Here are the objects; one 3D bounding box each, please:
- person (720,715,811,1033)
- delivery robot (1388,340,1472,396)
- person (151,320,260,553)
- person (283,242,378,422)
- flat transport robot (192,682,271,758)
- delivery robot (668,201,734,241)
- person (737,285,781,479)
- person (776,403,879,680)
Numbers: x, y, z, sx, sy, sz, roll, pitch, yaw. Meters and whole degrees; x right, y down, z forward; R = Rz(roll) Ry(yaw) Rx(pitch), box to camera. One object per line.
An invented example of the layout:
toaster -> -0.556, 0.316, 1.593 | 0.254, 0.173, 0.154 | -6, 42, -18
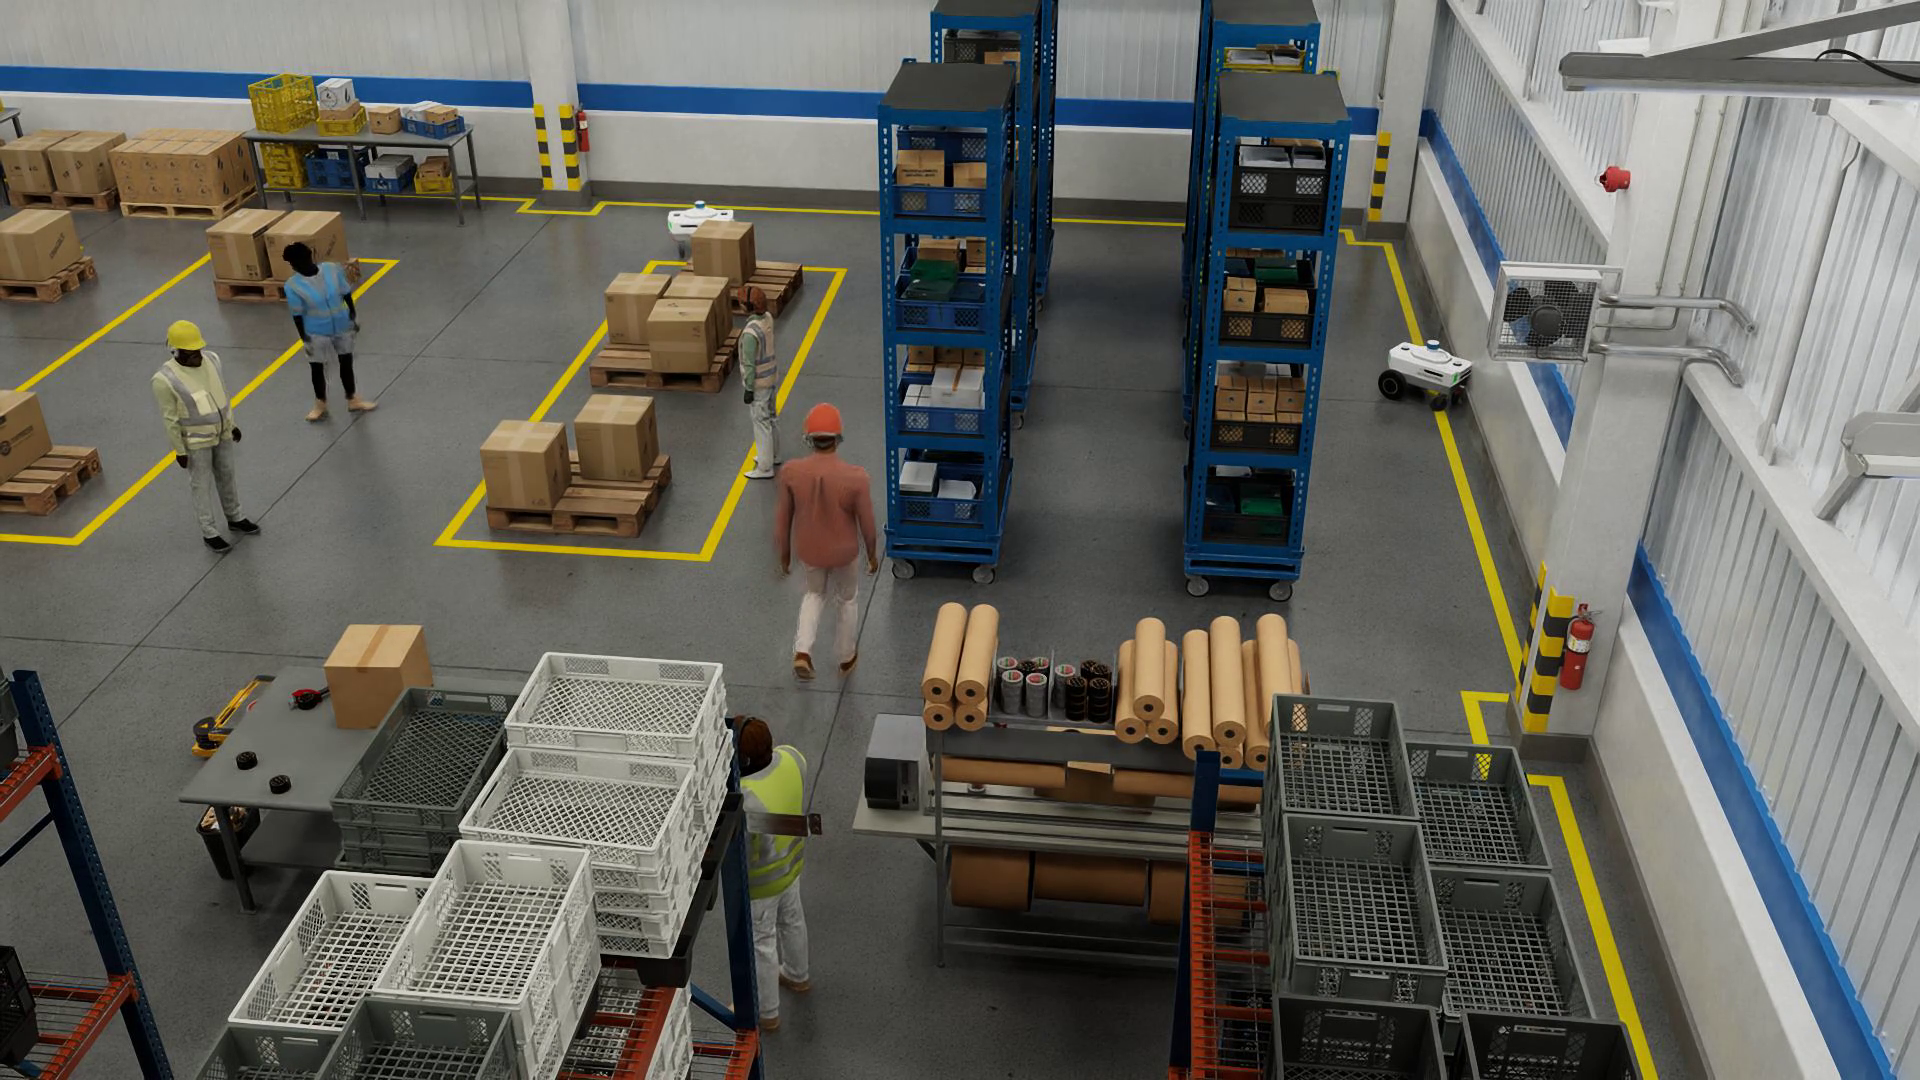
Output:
person -> -0.990, 1.641, 8.288 | 0.428, 1.836, 0.628 | 14, 33, 22
delivery robot -> 4.223, -1.556, 14.949 | 0.707, 0.478, 0.477 | 24, 38, 35
person -> -5.653, -0.797, 12.476 | 0.404, 1.827, 0.600 | 13, 33, 21
person -> -5.478, -1.822, 14.407 | 0.612, 1.661, 0.318 | -25, 38, -36
flat transport robot -> -4.089, 1.163, 10.648 | 1.431, 0.197, 0.652 | 3, 30, 6
delivery robot -> -2.839, -3.476, 18.246 | 0.707, 0.478, 0.477 | -2, 30, -3
person -> -1.627, -1.290, 13.519 | 0.310, 1.631, 0.509 | 5, 31, 9
person -> -0.870, 0.071, 10.845 | 0.649, 1.970, 0.603 | 6, 31, 11
